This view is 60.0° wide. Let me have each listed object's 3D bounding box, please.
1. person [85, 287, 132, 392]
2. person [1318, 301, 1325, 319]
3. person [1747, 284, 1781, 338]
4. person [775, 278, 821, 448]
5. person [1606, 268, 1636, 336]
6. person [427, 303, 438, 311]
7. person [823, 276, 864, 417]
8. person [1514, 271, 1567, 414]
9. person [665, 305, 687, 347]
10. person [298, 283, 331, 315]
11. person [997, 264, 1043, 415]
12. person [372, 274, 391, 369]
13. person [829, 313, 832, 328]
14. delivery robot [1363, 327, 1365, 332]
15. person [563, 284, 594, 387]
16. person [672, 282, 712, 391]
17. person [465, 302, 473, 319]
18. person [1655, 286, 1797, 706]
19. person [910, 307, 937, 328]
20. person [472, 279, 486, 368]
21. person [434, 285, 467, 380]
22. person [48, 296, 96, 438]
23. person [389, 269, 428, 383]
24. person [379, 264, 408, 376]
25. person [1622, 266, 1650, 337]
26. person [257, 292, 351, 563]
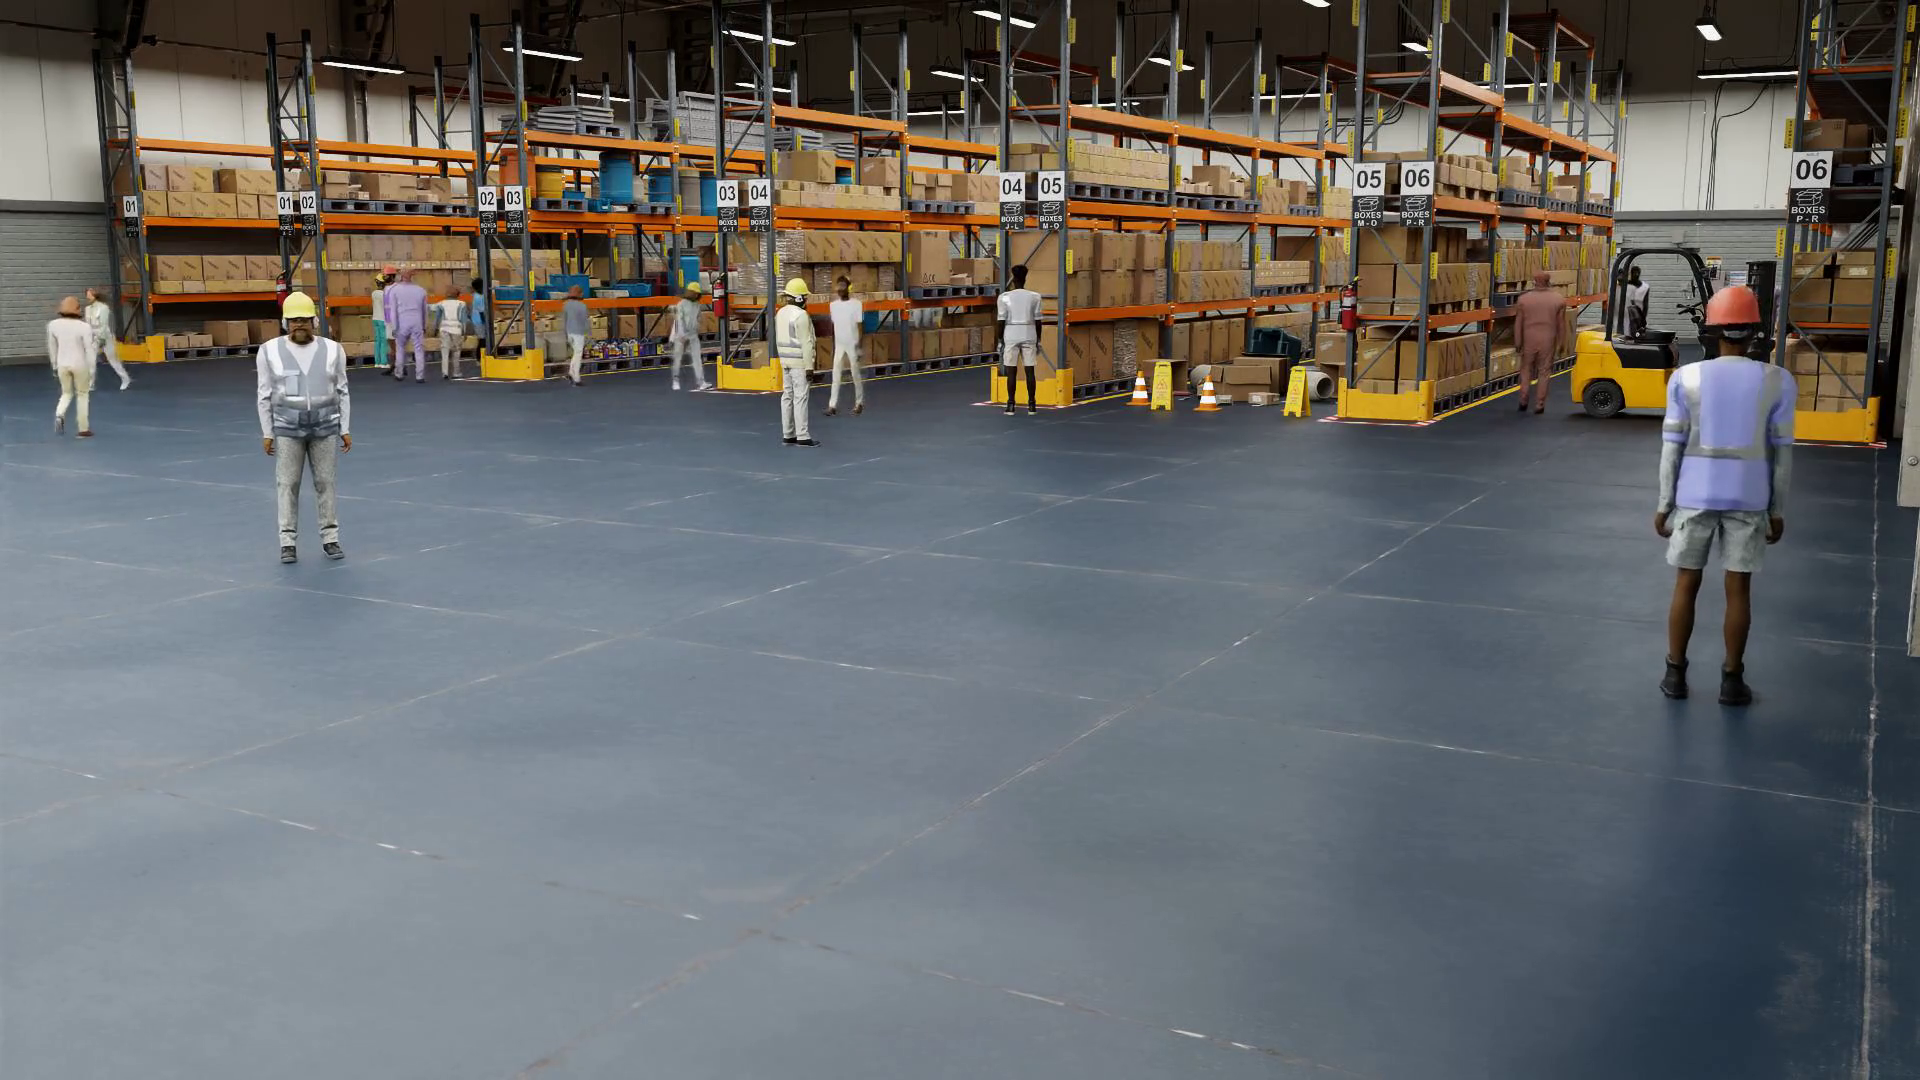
[{"bbox_3d":[-13.216,-3.094,25.632,0.508,1.605,0.842,4,10,21],"label":"person"},{"bbox_3d":[8.323,-5.465,38.673,0.677,1.890,0.624,-1,10,-6],"label":"person"},{"bbox_3d":[13.914,-3.791,28.808,0.582,1.918,0.405,5,11,25],"label":"person"},{"bbox_3d":[-1.762,-1.917,18.073,0.403,1.833,0.591,-7,12,-37],"label":"person"},{"bbox_3d":[12.420,-4.180,31.245,0.542,1.854,0.628,4,10,22],"label":"person"},{"bbox_3d":[-11.964,-5.253,37.488,0.572,1.862,0.641,4,10,21],"label":"person"},{"bbox_3d":[-1.489,-2.519,21.642,0.545,1.818,0.968,4,10,22],"label":"person"},{"bbox_3d":[7.728,-2.633,22.152,0.655,1.875,0.823,4,10,20],"label":"person"},{"bbox_3d":[-6.463,-5.341,38.139,0.593,1.833,1.007,4,11,24],"label":"person"},{"bbox_3d":[-12.972,-4.558,33.518,0.632,1.840,0.429,1,10,6],"label":"person"},{"bbox_3d":[0.781,-2.611,21.743,0.600,1.967,0.368,-1,10,-5],"label":"person"},{"bbox_3d":[-10.657,-4.040,30.725,0.518,1.757,0.339,8,12,38],"label":"person"},{"bbox_3d":[-2.311,-4.262,31.283,0.870,2.016,0.617,-9,13,-42],"label":"person"},{"bbox_3d":[9.116,-4.653,37.549,0.707,0.478,0.477,-2,10,-9],"label":"delivery robot"},{"bbox_3d":[-6.101,-3.253,26.528,0.516,1.623,0.390,7,12,36],"label":"person"},{"bbox_3d":[-4.171,-3.141,25.687,0.496,1.674,0.942,-8,12,-39],"label":"person"},{"bbox_3d":[-10.996,-5.112,37.107,0.523,1.722,0.915,5,11,25],"label":"person"},{"bbox_3d":[3.525,-0.193,7.685,0.567,1.934,0.376,4,10,22],"label":"person"},{"bbox_3d":[-0.776,-5.034,36.080,0.633,1.925,0.579,3,10,17],"label":"person"},{"bbox_3d":[-8.910,-4.016,30.895,0.354,1.662,0.614,-3,10,-17],"label":"person"},{"bbox_3d":[-8.588,-3.490,27.999,0.577,1.591,0.872,0,10,-2],"label":"person"},{"bbox_3d":[-10.104,-1.958,18.918,0.529,1.618,0.444,0,10,1],"label":"person"},{"bbox_3d":[-9.113,-3.529,27.423,0.663,1.858,0.929,-7,12,-36],"label":"person"},{"bbox_3d":[-9.844,-3.805,28.822,0.551,1.934,0.375,9,13,42],"label":"person"},{"bbox_3d":[13.260,-4.457,32.828,0.593,1.879,0.969,5,11,25],"label":"person"},{"bbox_3d":[-4.445,-0.764,11.319,0.591,1.834,0.404,-5,11,-28],"label":"person"}]
